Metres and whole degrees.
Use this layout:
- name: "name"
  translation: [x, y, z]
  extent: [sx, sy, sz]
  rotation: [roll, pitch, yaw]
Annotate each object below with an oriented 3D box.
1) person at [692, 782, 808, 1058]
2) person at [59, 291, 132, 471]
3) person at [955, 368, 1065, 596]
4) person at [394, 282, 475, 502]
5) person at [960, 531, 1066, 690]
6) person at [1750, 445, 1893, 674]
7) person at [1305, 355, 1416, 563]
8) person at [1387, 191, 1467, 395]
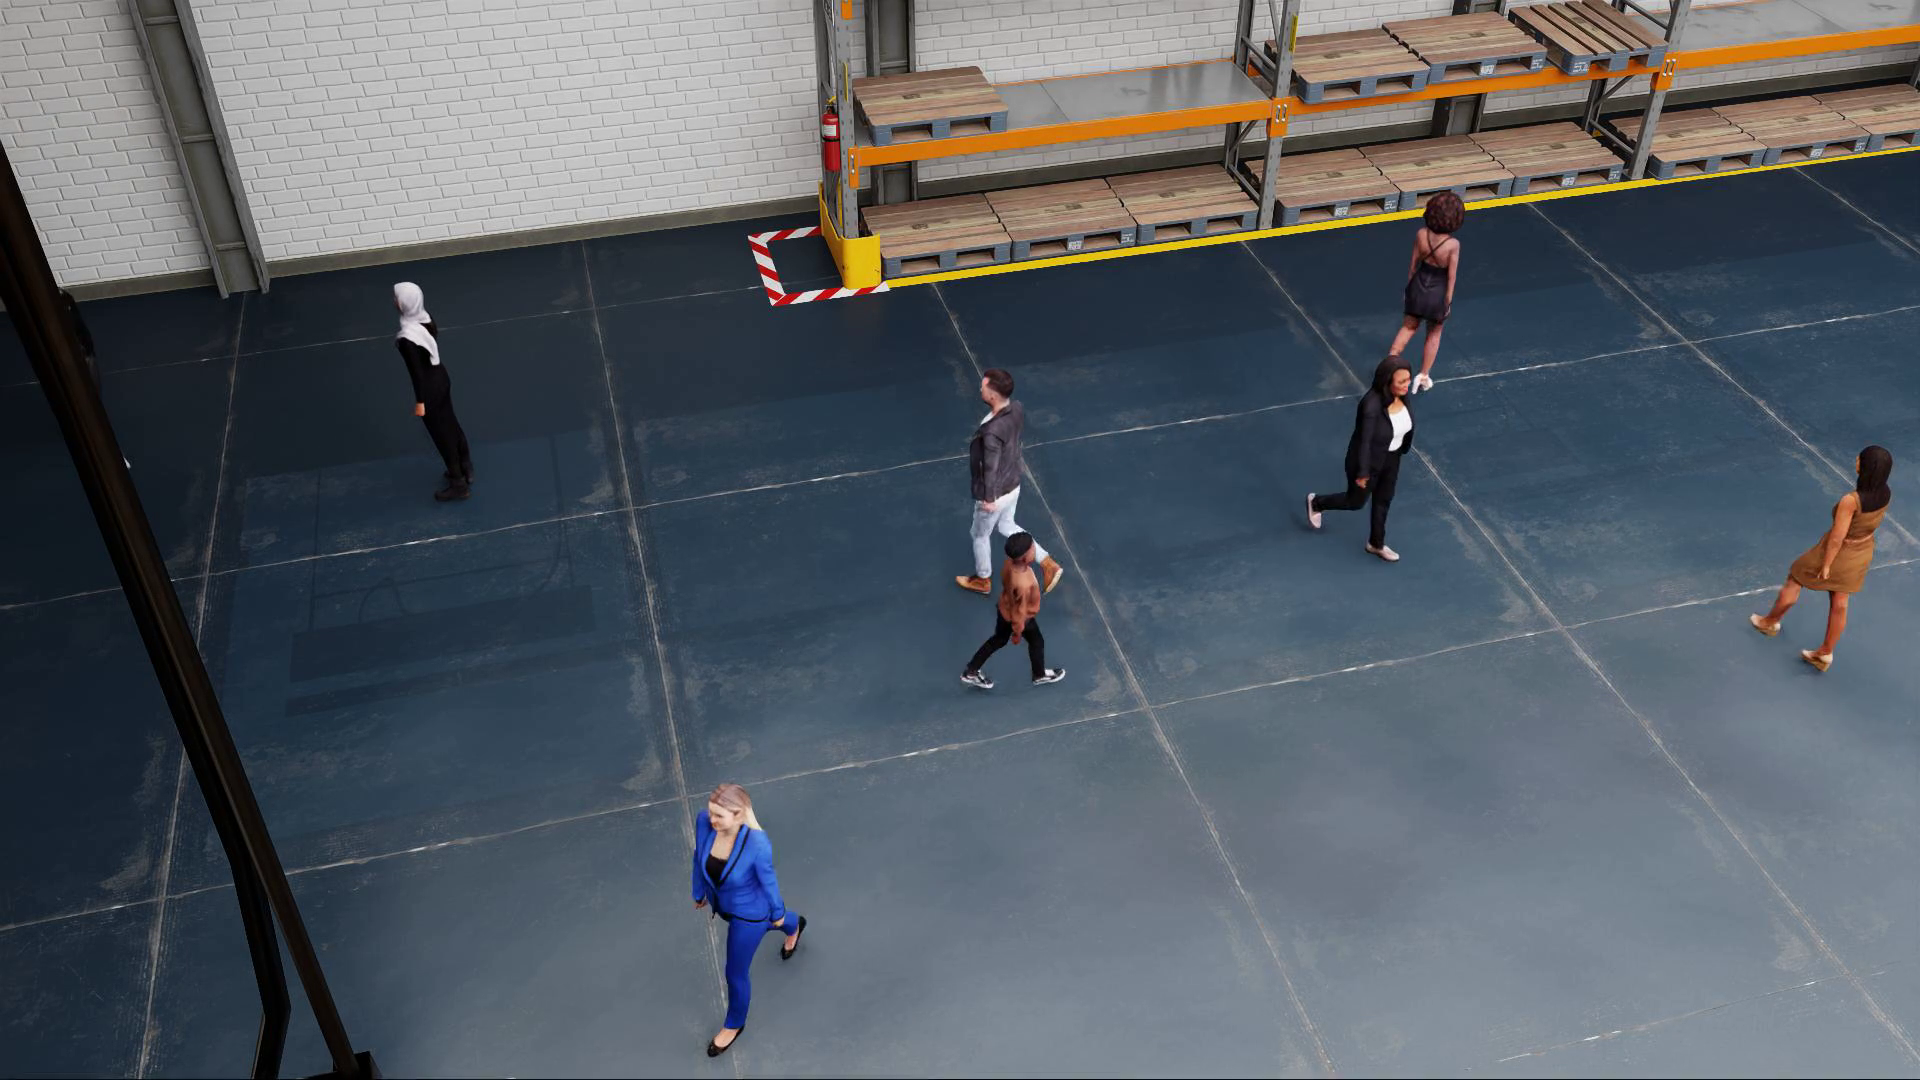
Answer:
- name: "person"
  translation: [-1.061, 1.807, 8.518]
  extent: [1.098, 1.664, 1.188]
  rotation: [24, 44, 27]
- name: "person"
  translation: [-6.698, -1.309, 12.421]
  extent: [1.086, 1.661, 0.981]
  rotation: [-30, 48, -32]
- name: "person"
  translation: [0.328, -0.321, 11.064]
  extent: [1.118, 1.812, 1.030]
  rotation: [16, 41, 19]
- name: "person"
  translation: [-3.809, -1.071, 12.031]
  extent: [0.635, 1.778, 0.668]
  rotation: [2, 39, 3]
- name: "person"
  translation: [0.283, 0.477, 10.529]
  extent: [0.902, 1.233, 0.531]
  rotation: [-10, 40, -12]
- name: "person"
  translation: [5.657, 0.167, 10.571]
  extent: [0.797, 1.664, 0.697]
  rotation: [-15, 41, -18]
- name: "person"
  translation: [2.808, -0.593, 11.578]
  extent: [0.999, 1.596, 1.047]
  rotation: [31, 48, 33]
- name: "person"
  translation: [3.613, -1.852, 13.012]
  extent: [0.842, 1.772, 0.987]
  rotation: [30, 47, 32]
